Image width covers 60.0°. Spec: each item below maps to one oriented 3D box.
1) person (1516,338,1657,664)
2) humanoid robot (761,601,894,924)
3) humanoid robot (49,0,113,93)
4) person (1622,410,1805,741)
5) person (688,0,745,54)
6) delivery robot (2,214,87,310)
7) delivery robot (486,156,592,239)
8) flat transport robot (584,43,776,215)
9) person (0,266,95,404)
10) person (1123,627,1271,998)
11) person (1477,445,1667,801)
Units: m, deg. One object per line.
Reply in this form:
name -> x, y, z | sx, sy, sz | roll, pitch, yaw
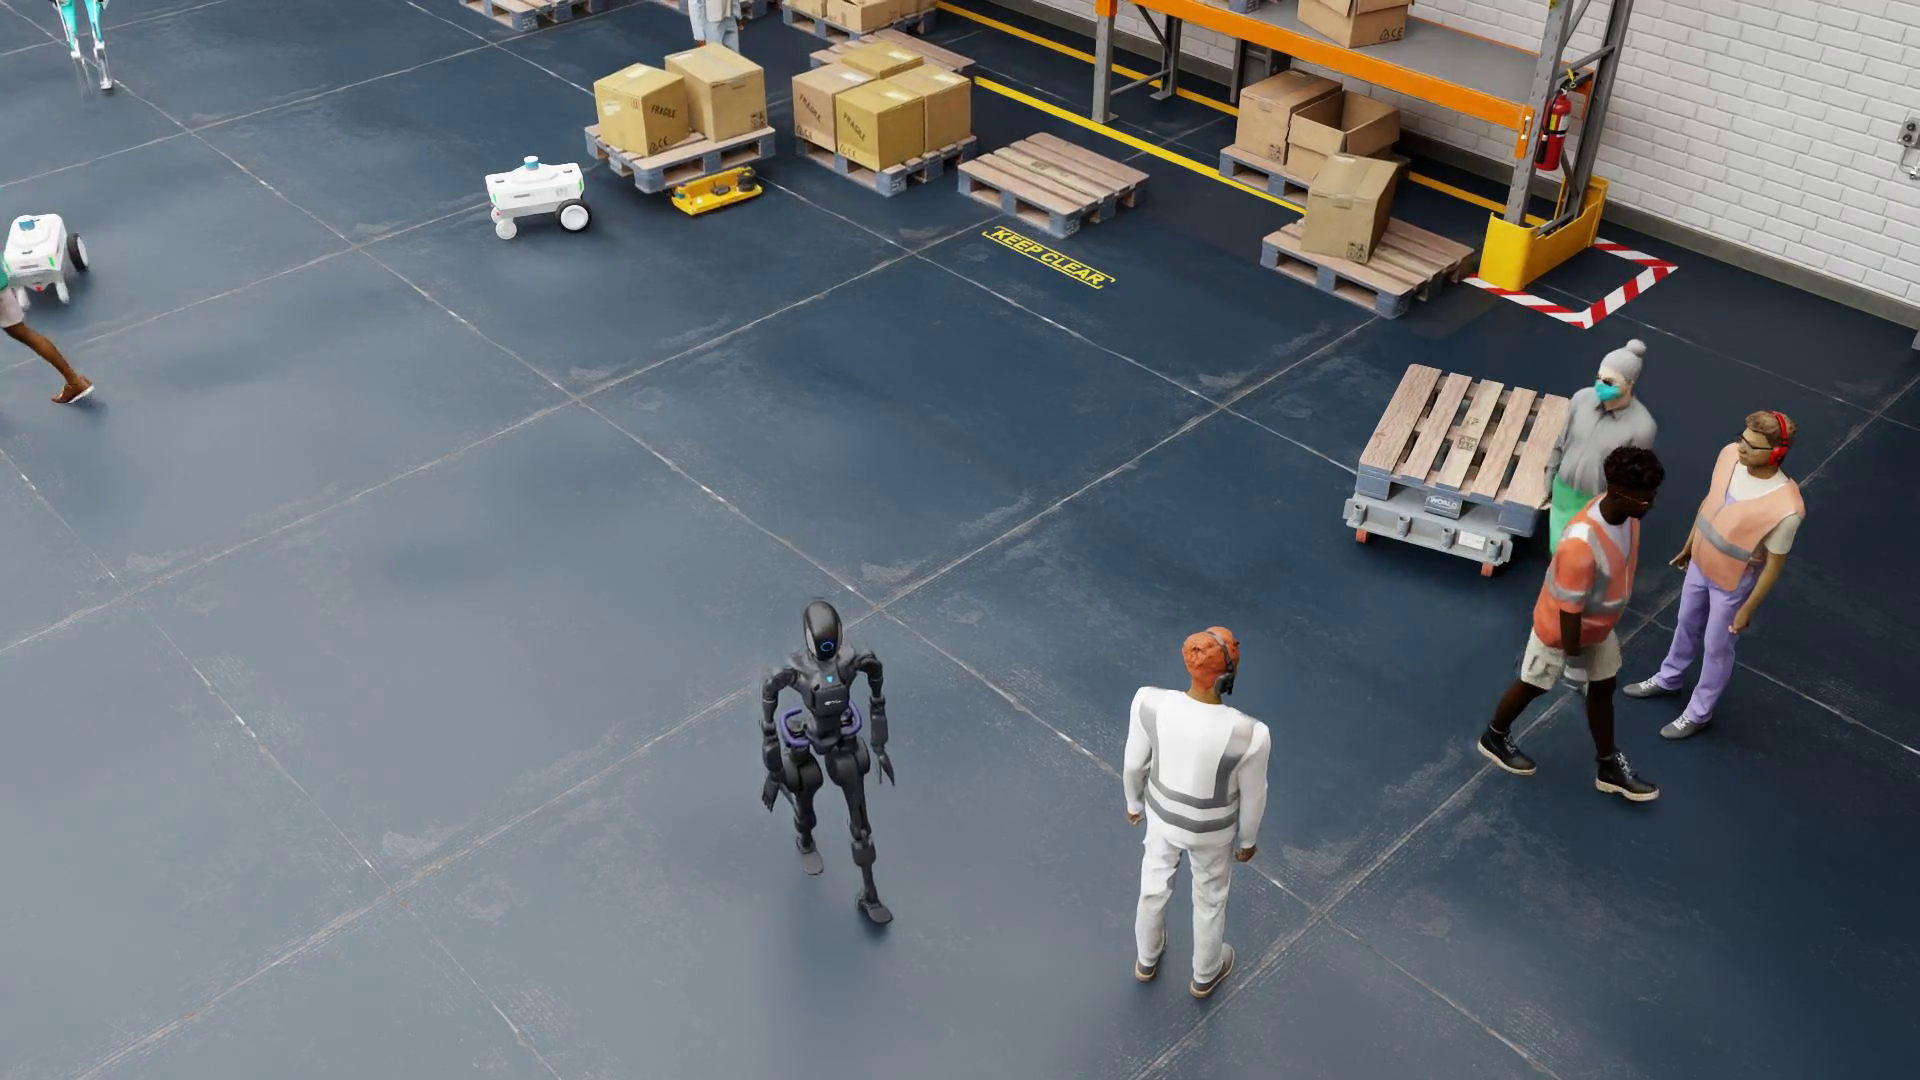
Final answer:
person -> 3.272, -0.255, 8.586 | 0.843, 1.808, 0.522 | -26, 44, -30
humanoid robot -> -0.568, 0.948, 7.134 | 0.587, 1.625, 0.750 | -13, 39, -17
humanoid robot -> -7.770, -4.699, 14.615 | 0.539, 1.881, 0.730 | -10, 38, -12
person -> 3.683, 0.168, 8.001 | 0.389, 1.847, 0.563 | -8, 38, -10
person -> -2.050, -4.355, 13.942 | 0.404, 1.908, 0.606 | 18, 41, 23
delivery robot -> -6.656, -2.053, 12.008 | 0.499, 0.587, 0.769 | -11, 39, -15
delivery robot -> -3.244, -2.657, 12.825 | 0.813, 0.609, 0.499 | -12, 39, -16
flat transport robot -> -2.271, -3.055, 13.577 | 0.659, 0.231, 1.431 | -25, 44, -29
person -> -6.113, -1.587, 10.359 | 0.943, 1.805, 0.496 | -1, 37, -2
person -> 0.935, 1.120, 6.714 | 0.574, 1.882, 0.361 | 17, 40, 21
person -> 2.931, 0.431, 7.588 | 0.607, 1.930, 0.900 | -29, 46, -33
